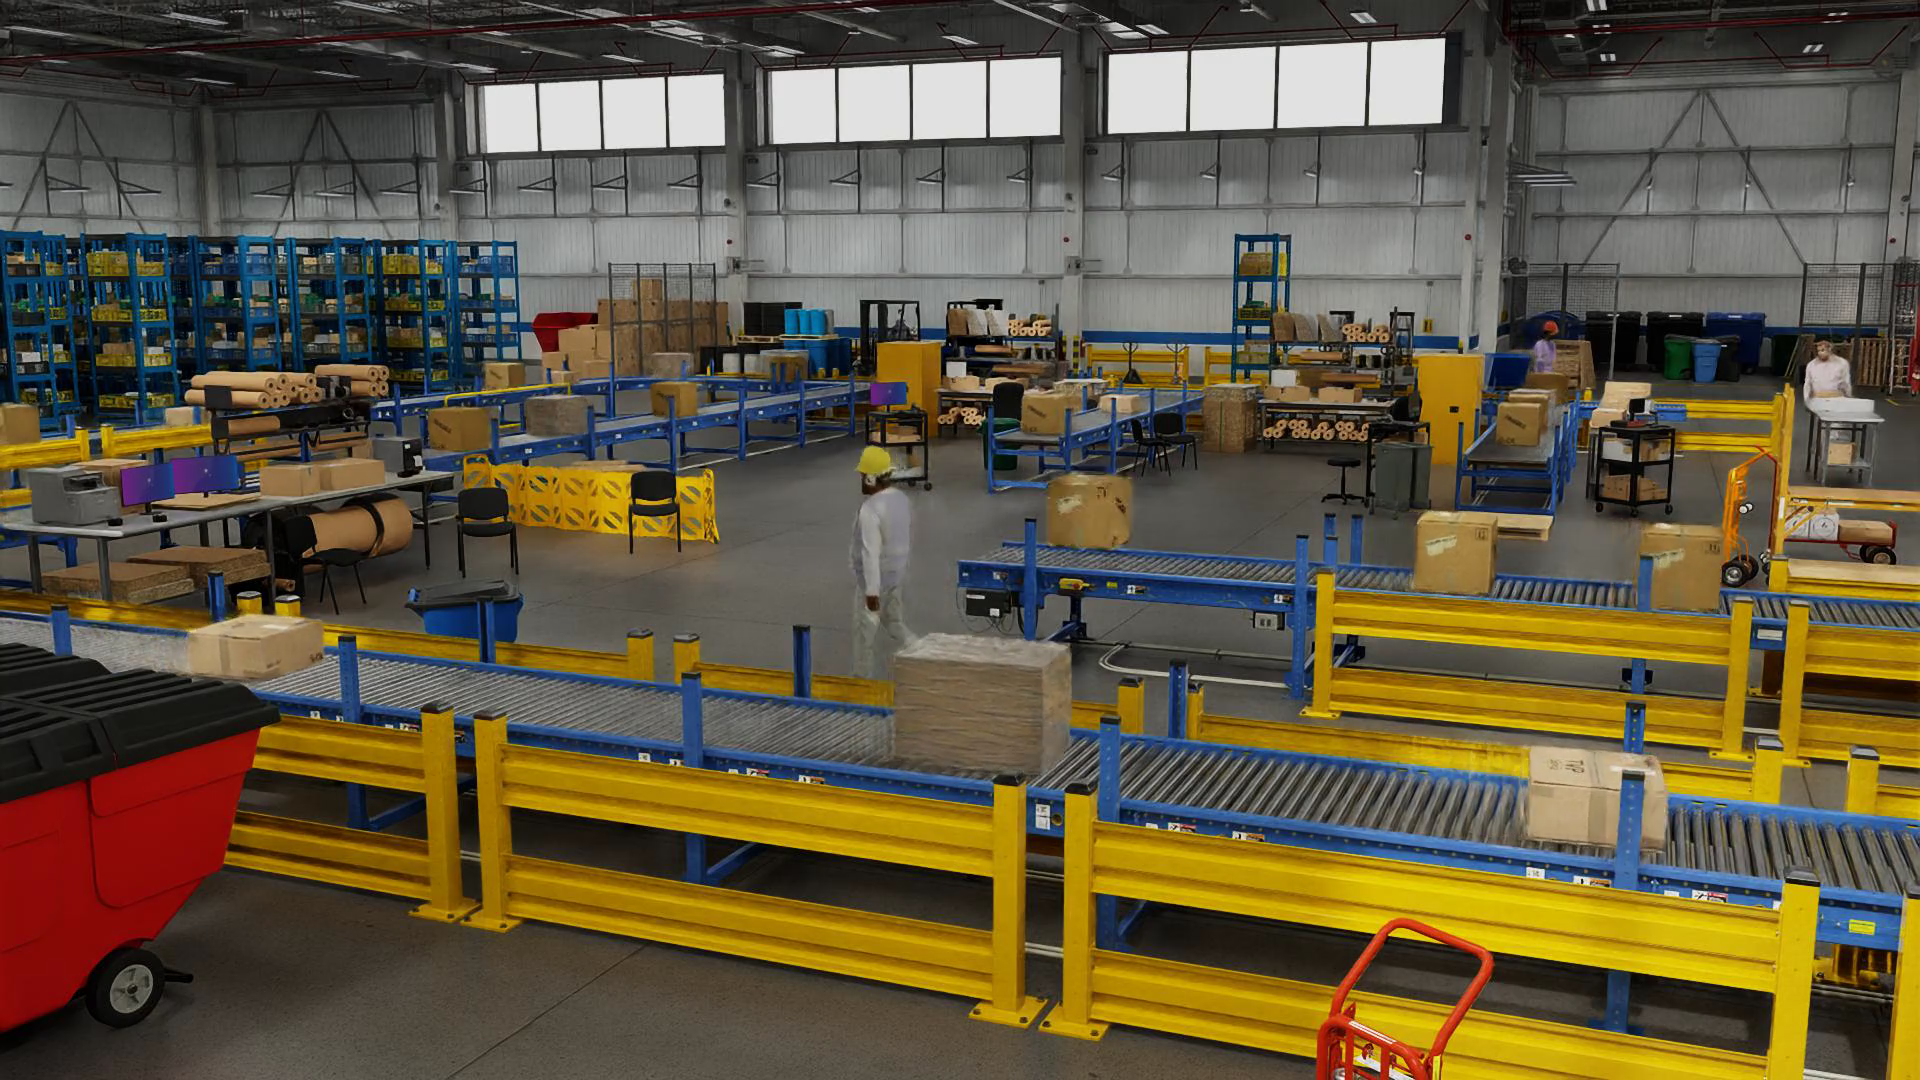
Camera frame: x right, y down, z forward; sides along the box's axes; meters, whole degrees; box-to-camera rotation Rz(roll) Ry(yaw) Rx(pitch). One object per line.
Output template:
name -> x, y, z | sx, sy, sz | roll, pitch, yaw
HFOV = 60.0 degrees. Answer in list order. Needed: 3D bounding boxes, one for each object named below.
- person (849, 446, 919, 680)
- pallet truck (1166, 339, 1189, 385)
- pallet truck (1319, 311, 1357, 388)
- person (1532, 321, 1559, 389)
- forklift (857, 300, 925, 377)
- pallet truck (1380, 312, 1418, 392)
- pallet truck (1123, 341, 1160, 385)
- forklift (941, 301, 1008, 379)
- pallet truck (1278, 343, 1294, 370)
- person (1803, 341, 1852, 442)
person -> -0.498, 0.249, 11.473 | 0.755, 1.813, 0.599 | 5, 11, 28
pallet truck -> 5.418, -4.269, 40.420 | 0.704, 1.261, 1.522 | 3, 10, 20
pallet truck -> 9.071, -4.419, 39.190 | 0.823, 1.965, 1.885 | 5, 10, 26
person -> 10.894, -3.025, 30.724 | 0.611, 1.995, 1.001 | -7, 12, -35
forklift -> -1.732, -5.109, 42.468 | 1.157, 1.987, 2.680 | 4, 10, 22
pallet truck -> 10.207, -4.283, 38.369 | 0.823, 1.965, 1.885 | 3, 10, 20
pallet truck -> 4.445, -4.380, 41.279 | 0.680, 1.201, 1.601 | 4, 10, 22
forklift -> 0.365, -4.966, 41.571 | 1.157, 1.987, 2.680 | 3, 10, 20
pallet truck -> 7.886, -4.163, 39.743 | 0.653, 1.274, 1.630 | 4, 10, 22
person -> 13.414, -2.137, 25.784 | 0.670, 1.859, 0.955 | 8, 13, 42
